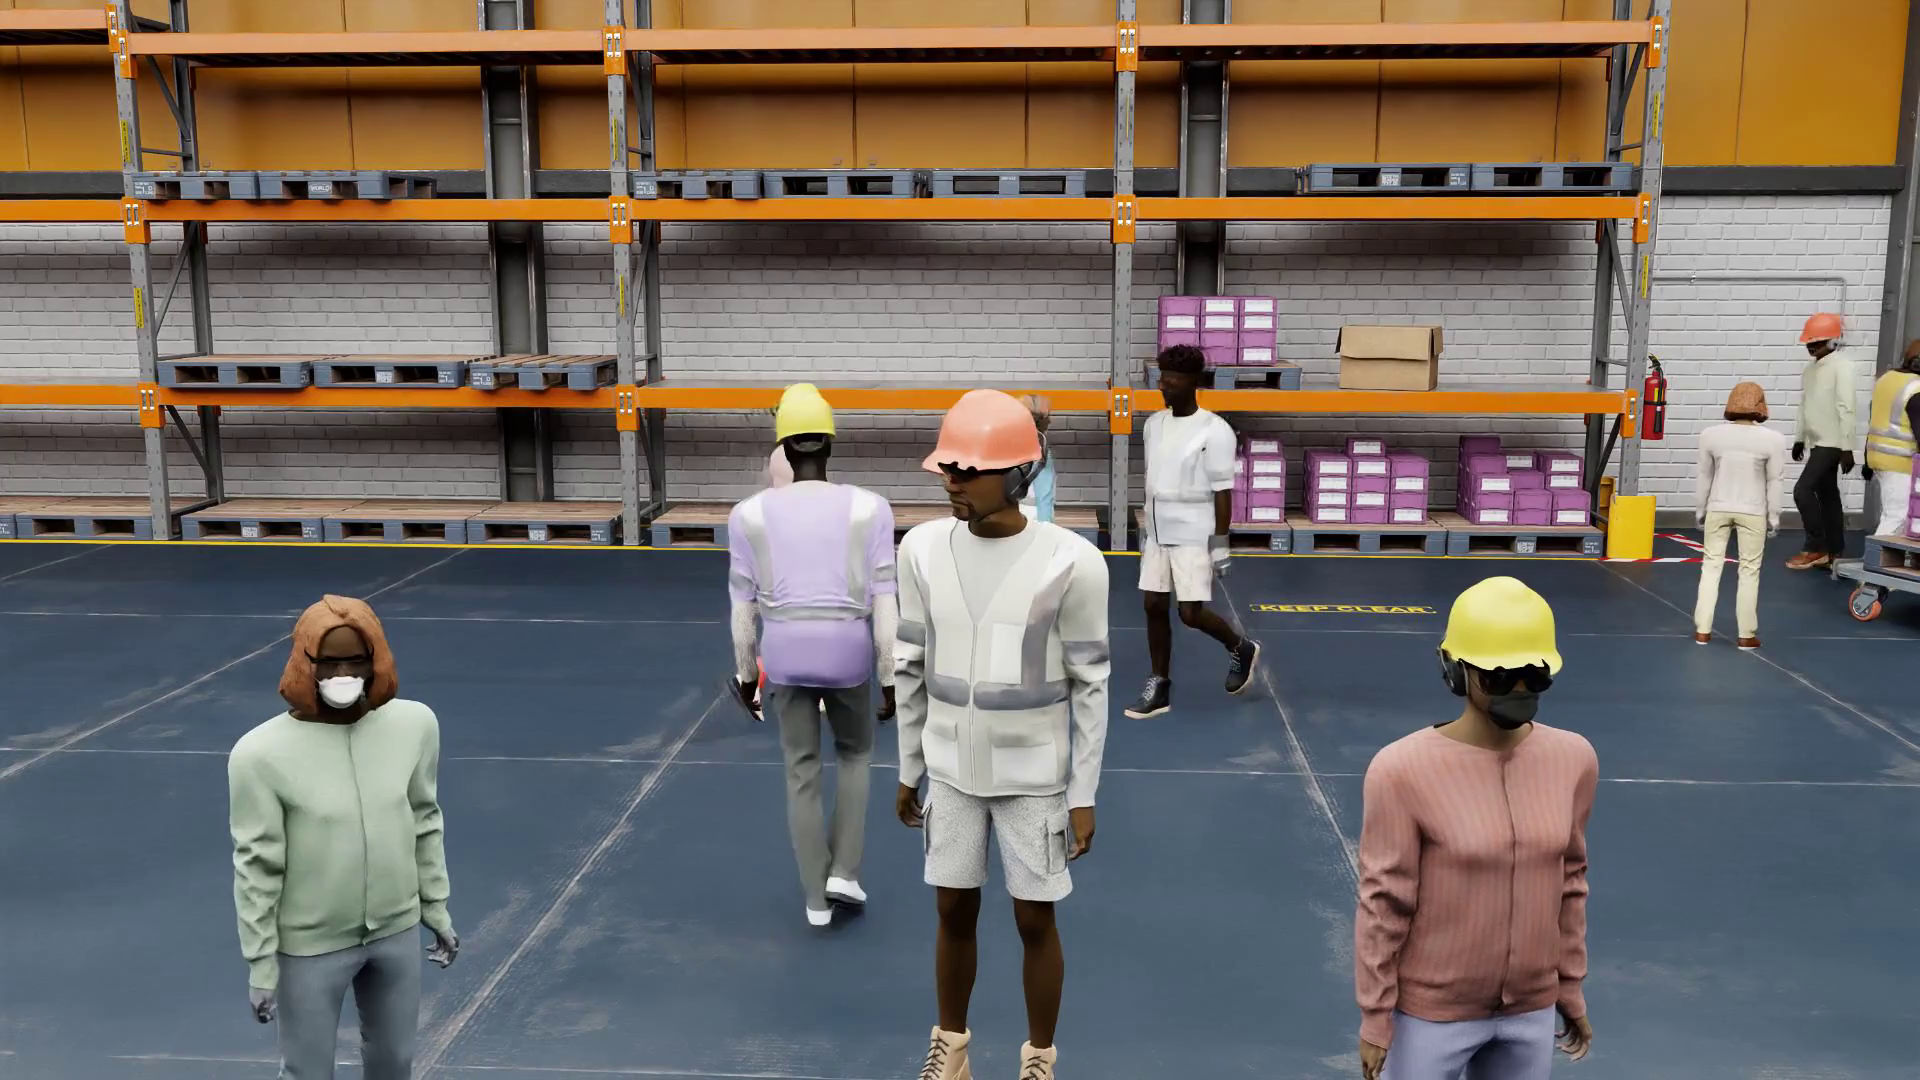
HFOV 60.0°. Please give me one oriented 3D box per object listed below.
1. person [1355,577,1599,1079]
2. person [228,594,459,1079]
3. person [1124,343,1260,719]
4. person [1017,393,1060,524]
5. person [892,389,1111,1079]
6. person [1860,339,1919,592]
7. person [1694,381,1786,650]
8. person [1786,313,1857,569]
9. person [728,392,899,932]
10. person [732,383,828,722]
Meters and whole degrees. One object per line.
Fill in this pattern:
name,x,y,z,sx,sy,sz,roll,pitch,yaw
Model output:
person,1.043,0.939,3.347,0.533,1.767,0.324,-3,10,-16
person,-1.393,0.924,3.817,0.279,1.631,0.504,9,13,42
person,1.204,-0.052,8.628,0.725,1.945,0.611,-7,12,-34
person,0.324,-0.018,9.401,0.703,1.618,0.524,-4,11,-23
person,0.088,0.616,4.433,0.609,2.040,0.395,4,11,25
person,6.736,-0.515,11.763,0.681,1.802,0.685,0,10,2
person,4.722,-0.147,10.117,0.502,1.627,0.276,7,12,37
person,6.496,-0.725,12.529,0.592,1.949,0.727,1,10,7
person,-0.513,0.430,5.910,0.605,1.899,0.467,0,10,0
person,-0.865,0.079,8.424,0.582,1.746,0.535,-5,11,-27
